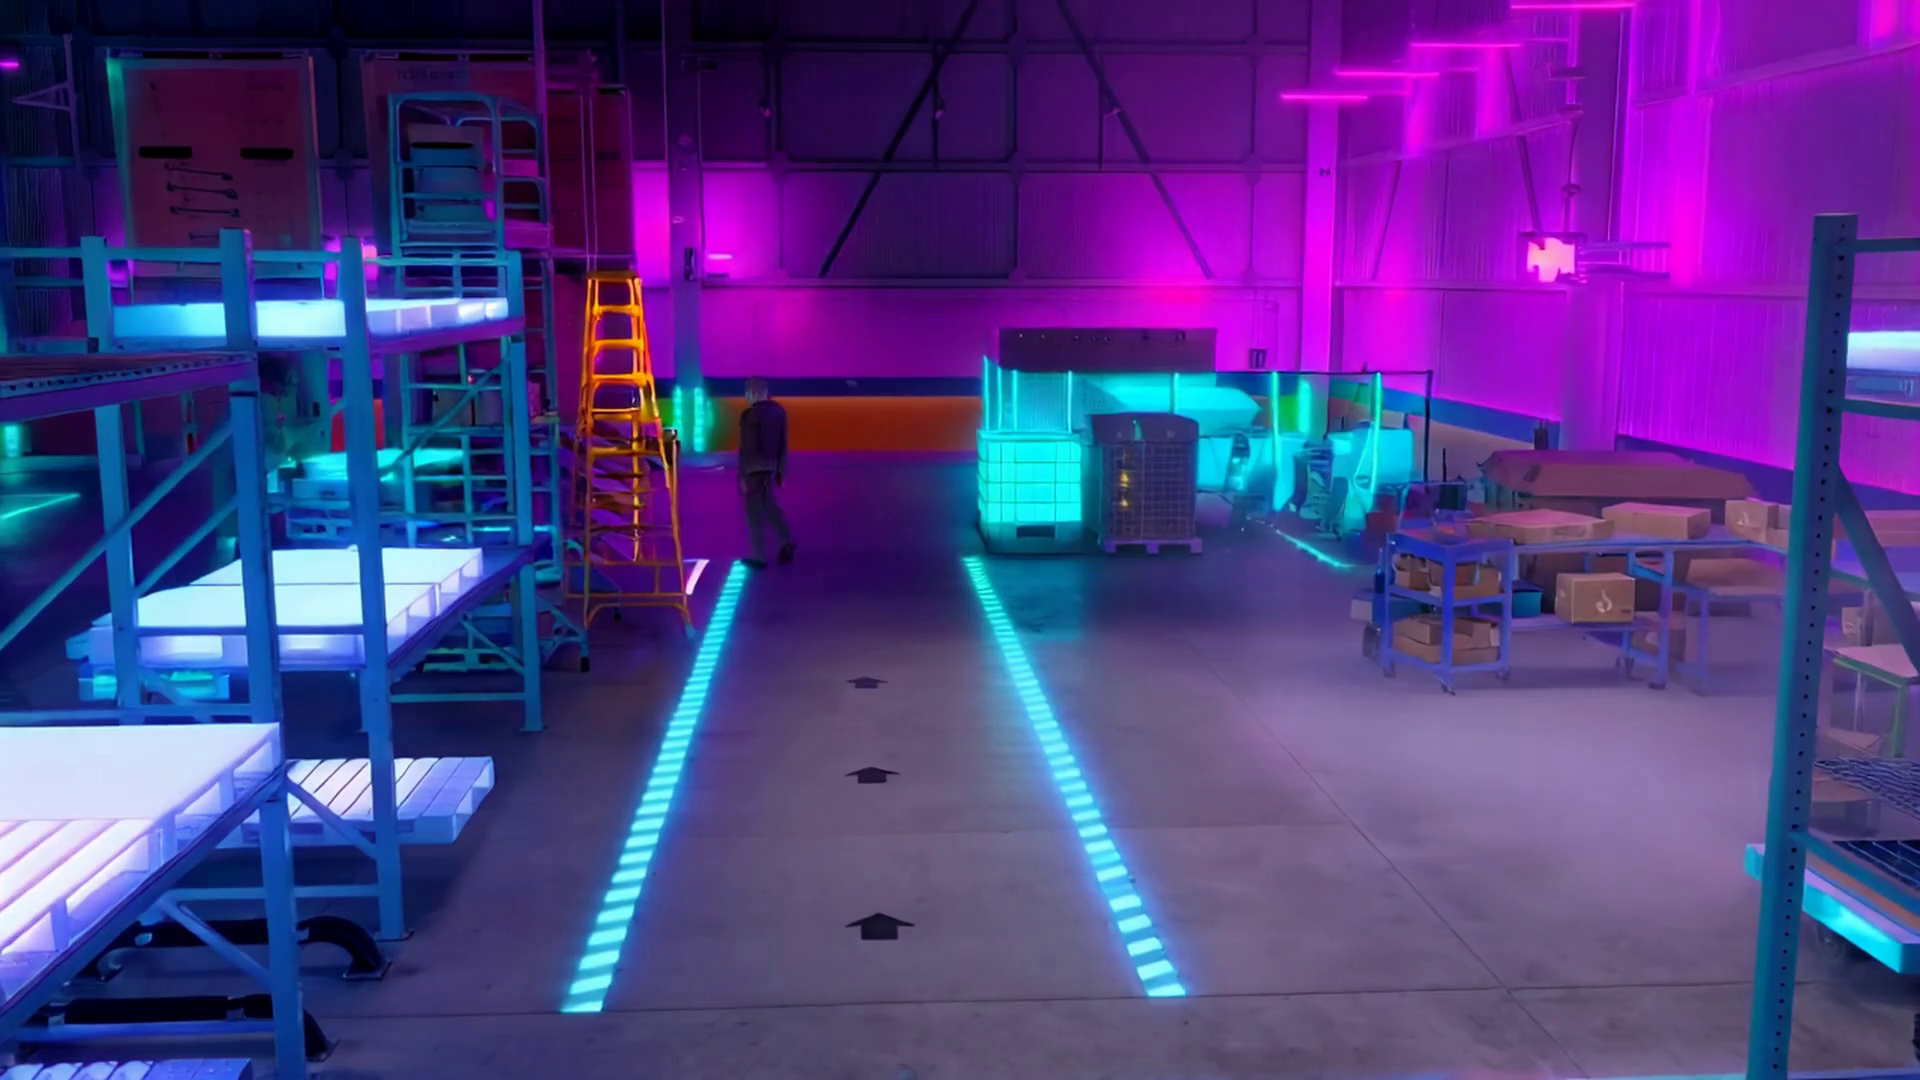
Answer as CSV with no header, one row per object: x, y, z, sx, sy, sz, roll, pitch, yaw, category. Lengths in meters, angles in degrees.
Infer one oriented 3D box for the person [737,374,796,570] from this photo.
-1.918,-0.649,16.169,0.460,1.928,0.655,5,10,30,person

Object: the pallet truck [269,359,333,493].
-7.062,-1.131,18.996,1.885,1.965,0.823,2,9,13,pallet truck
